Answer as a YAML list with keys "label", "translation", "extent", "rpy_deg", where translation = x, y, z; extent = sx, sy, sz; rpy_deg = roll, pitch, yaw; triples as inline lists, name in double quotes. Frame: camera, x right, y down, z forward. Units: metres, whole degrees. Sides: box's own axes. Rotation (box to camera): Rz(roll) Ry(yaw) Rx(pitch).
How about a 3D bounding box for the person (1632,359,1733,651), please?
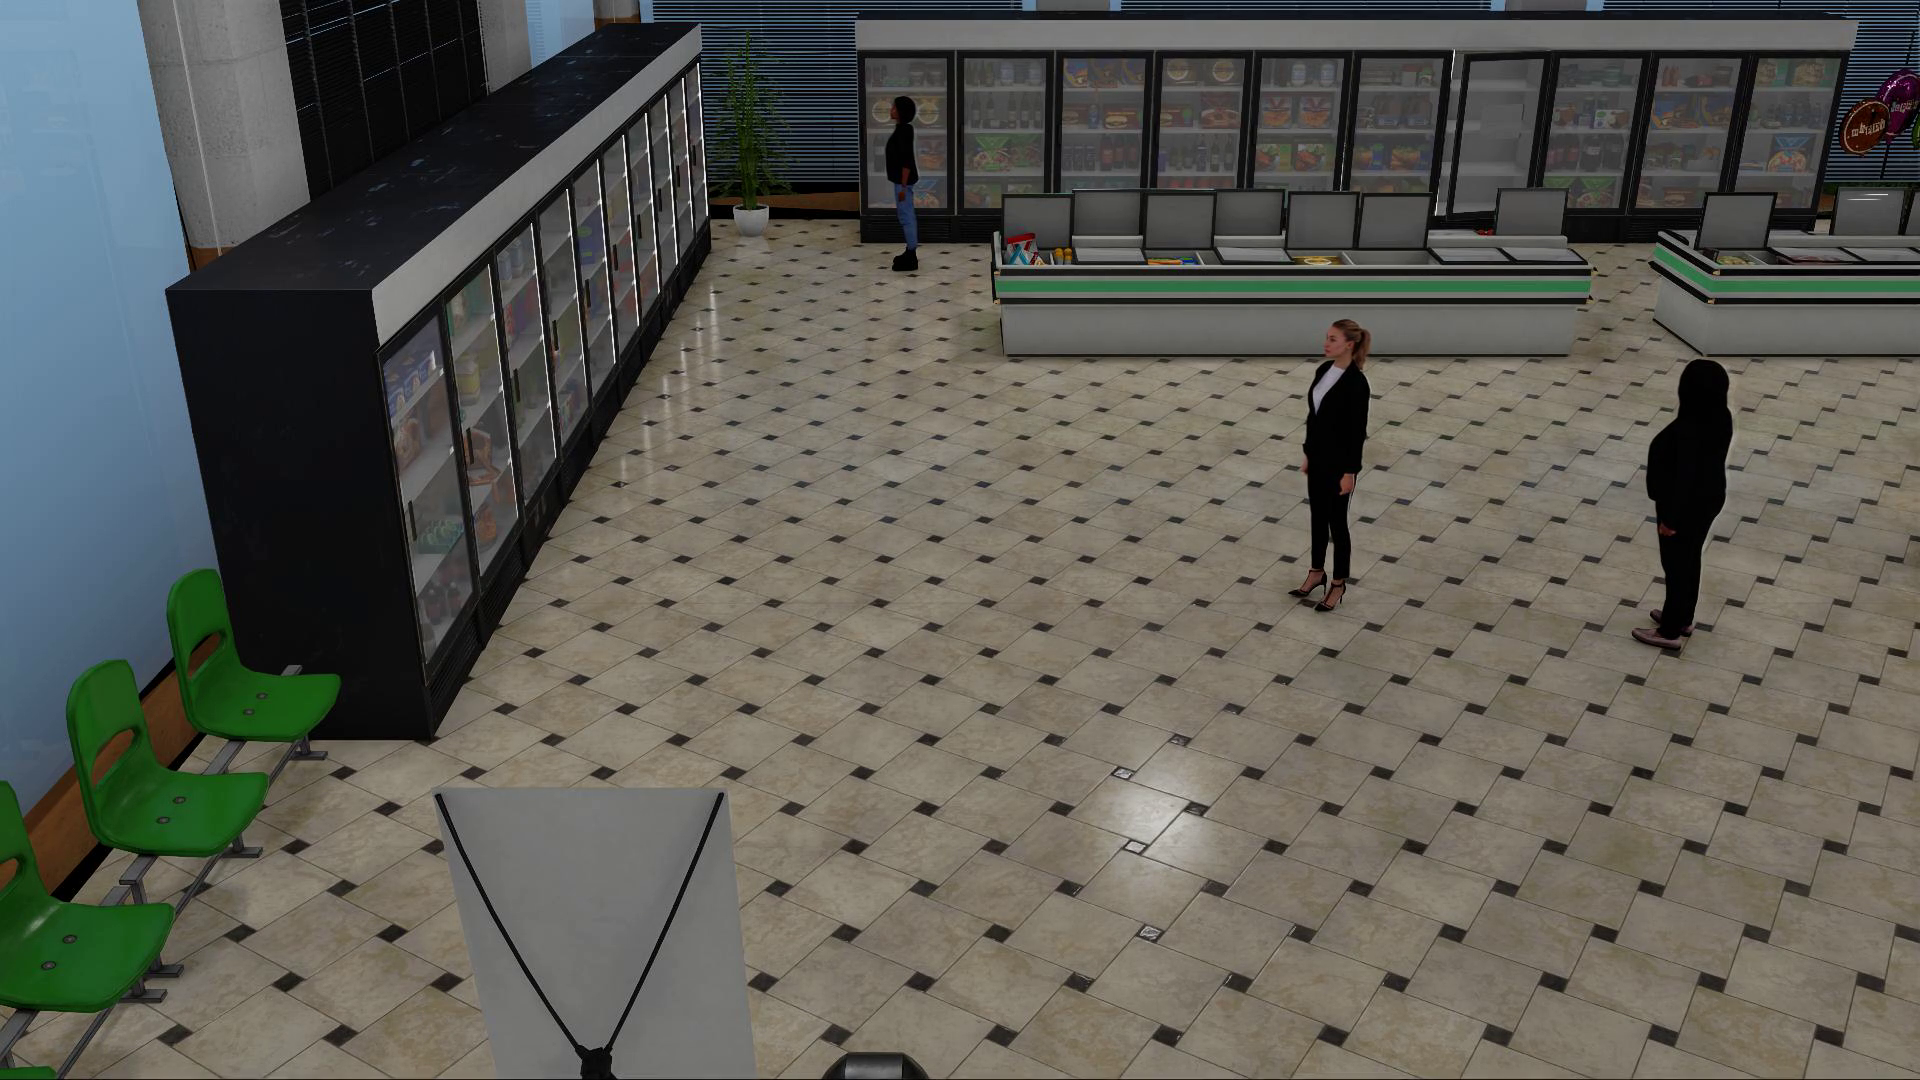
- label: "person"
  translation: [3.940, -0.193, 8.991]
  extent: [0.822, 1.615, 0.772]
  rpy_deg: [19, 30, 37]

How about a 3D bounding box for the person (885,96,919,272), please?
- label: "person"
  translation: [-0.549, -3.547, 16.548]
  extent: [0.532, 1.701, 0.572]
  rpy_deg: [1, 24, 2]

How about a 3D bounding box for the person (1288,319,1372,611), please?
- label: "person"
  translation: [2.110, -0.422, 9.400]
  extent: [0.689, 1.707, 0.698]
  rpy_deg: [-11, 26, -23]
